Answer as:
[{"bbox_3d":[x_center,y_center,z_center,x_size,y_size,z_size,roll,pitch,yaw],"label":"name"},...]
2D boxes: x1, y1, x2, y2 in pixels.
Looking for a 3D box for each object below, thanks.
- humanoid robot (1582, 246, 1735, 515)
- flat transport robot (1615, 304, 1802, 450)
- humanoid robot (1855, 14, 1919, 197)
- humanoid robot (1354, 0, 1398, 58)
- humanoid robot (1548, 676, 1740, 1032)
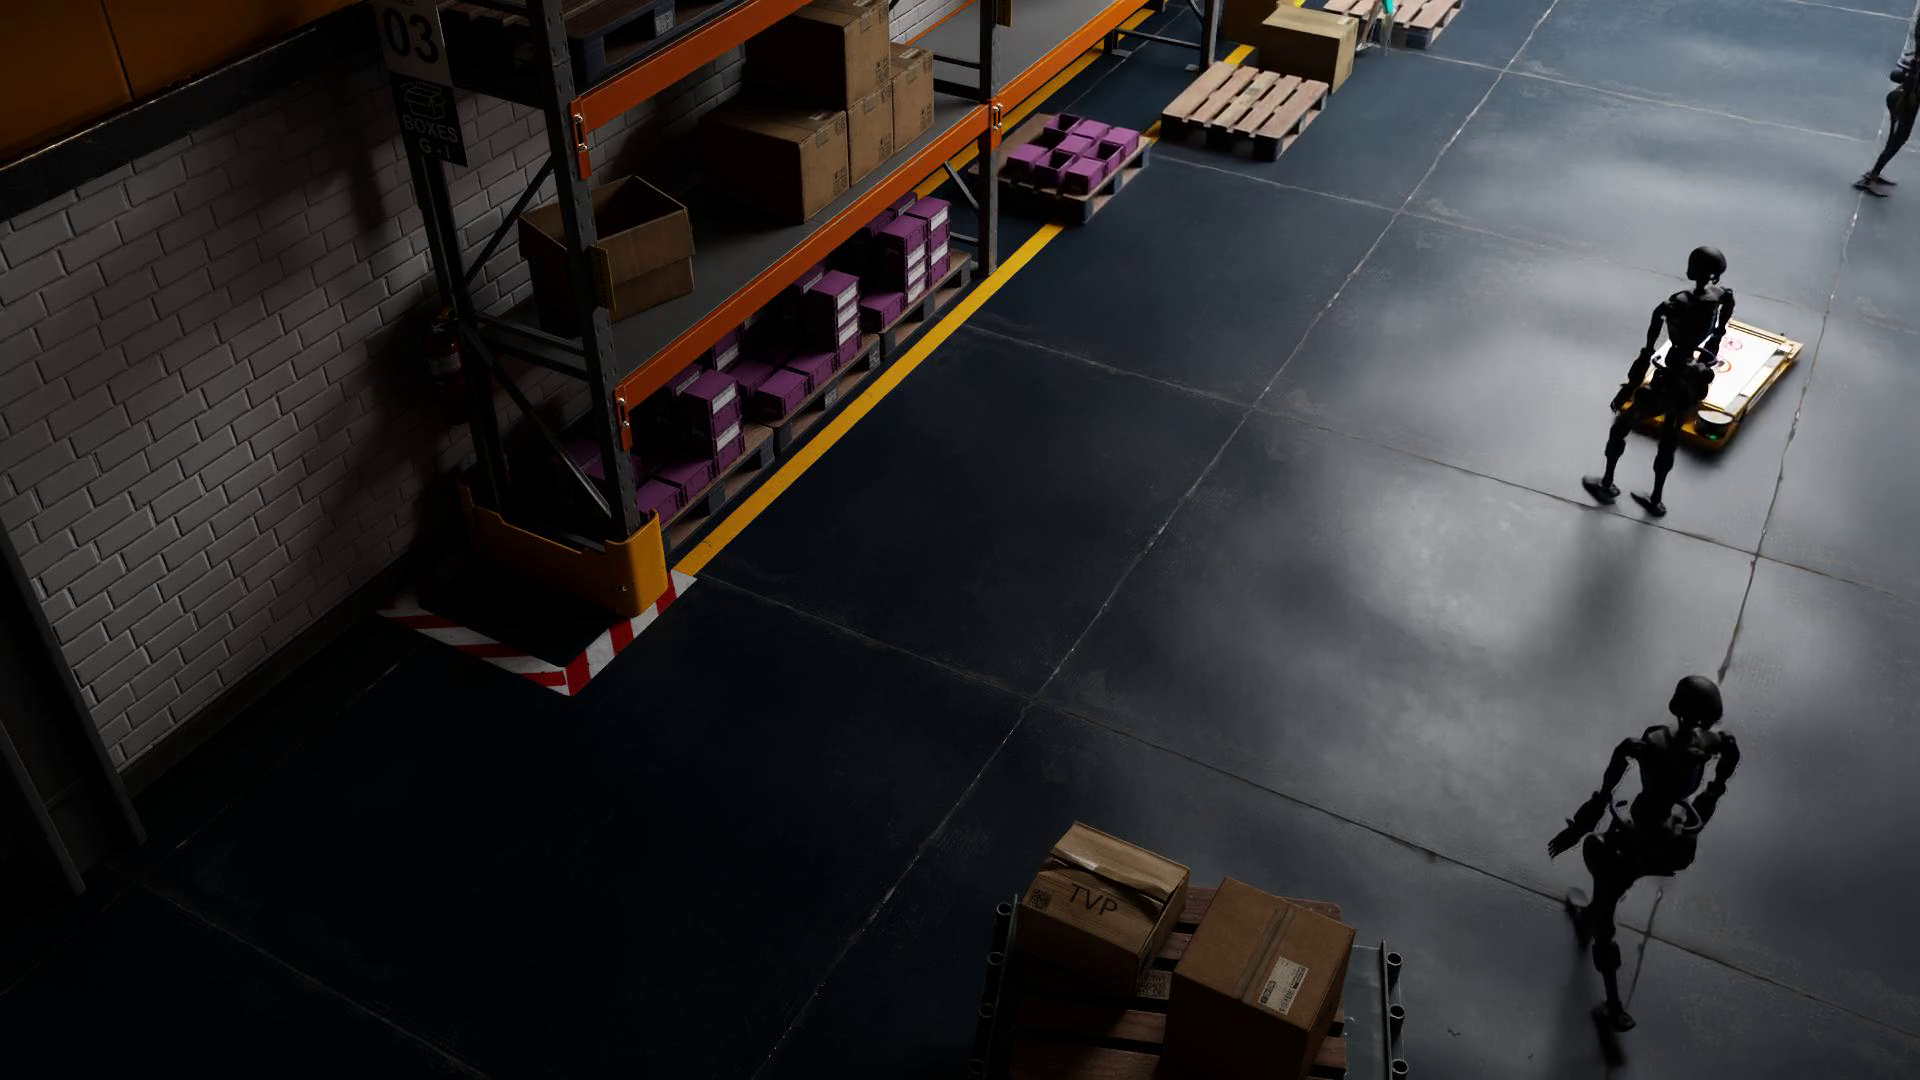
[{"bbox_3d":[3.933,-0.904,9.224,0.589,1.645,0.469,-14,41,-17],"label":"humanoid robot"},{"bbox_3d":[4.773,-1.063,10.548,0.659,0.231,1.431,28,46,30],"label":"flat transport robot"},{"bbox_3d":[7.083,-3.385,12.318,0.322,1.645,0.589,30,48,32],"label":"humanoid robot"},{"bbox_3d":[3.660,-4.902,14.259,0.784,1.892,0.572,-28,47,-31],"label":"humanoid robot"},{"bbox_3d":[2.718,1.203,6.639,0.600,1.648,0.778,-4,39,-6],"label":"humanoid robot"}]
